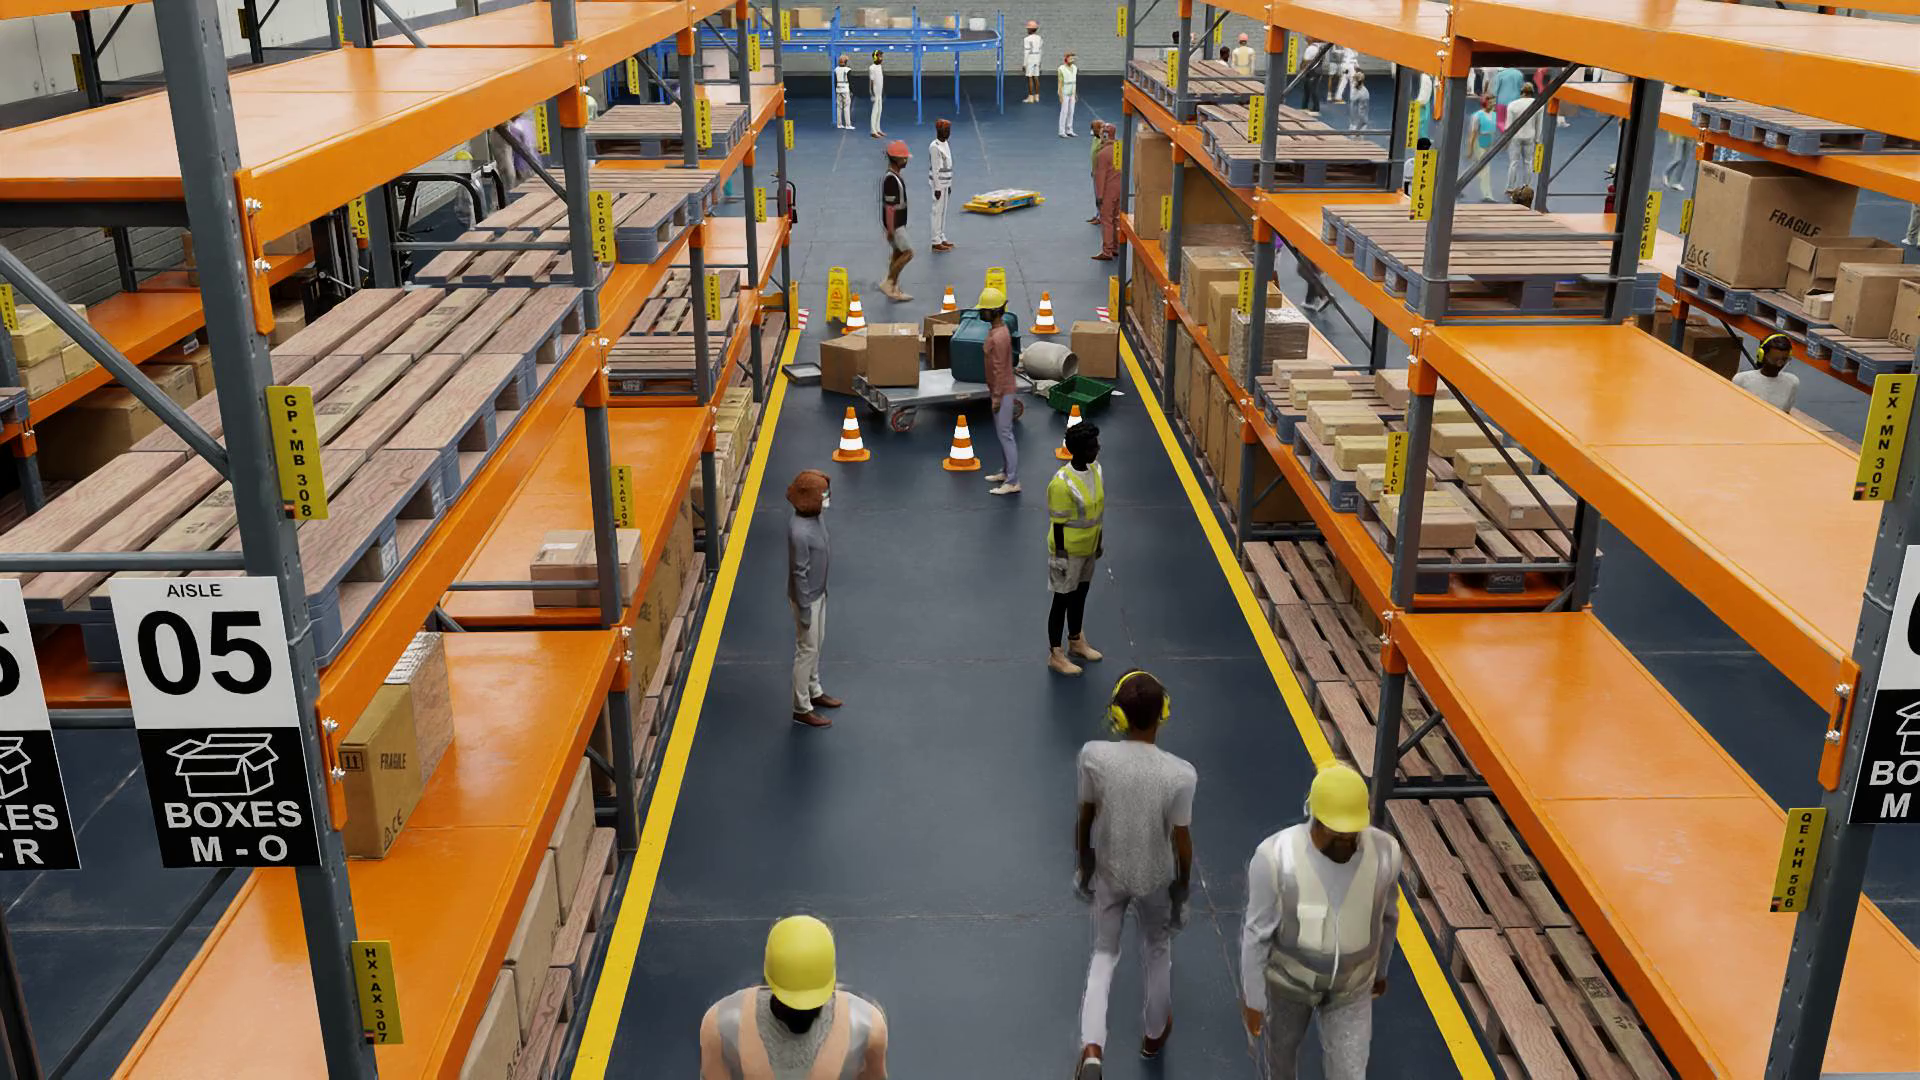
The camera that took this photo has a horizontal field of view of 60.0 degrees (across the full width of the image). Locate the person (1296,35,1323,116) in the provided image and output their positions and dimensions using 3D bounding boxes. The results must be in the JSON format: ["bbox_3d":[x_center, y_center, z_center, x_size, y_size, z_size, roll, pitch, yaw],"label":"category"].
[{"bbox_3d":[8.458,-11.363,40.389,0.867,2.000,0.690,11,23,26],"label":"person"}]

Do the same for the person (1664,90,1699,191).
[{"bbox_3d":[12.829,-7.082,29.452,0.535,1.753,0.373,-6,21,-15],"label":"person"}]

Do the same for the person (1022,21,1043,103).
[{"bbox_3d":[1.848,-12.345,43.015,0.660,2.027,0.409,-18,27,-39],"label":"person"}]

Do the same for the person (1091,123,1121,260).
[{"bbox_3d":[2.095,-4.949,23.644,0.395,1.899,0.642,12,24,29],"label":"person"}]

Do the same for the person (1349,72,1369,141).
[{"bbox_3d":[7.344,-7.662,30.767,0.384,1.931,0.629,0,21,1],"label":"person"}]

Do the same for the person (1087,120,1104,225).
[{"bbox_3d":[2.177,-5.808,26.286,0.288,1.629,0.501,-3,21,-8],"label":"person"}]

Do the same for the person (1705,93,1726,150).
[{"bbox_3d":[15.595,-8.918,34.402,0.532,1.698,0.319,-5,21,-13],"label":"person"}]

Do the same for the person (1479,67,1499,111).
[{"bbox_3d":[11.405,-9.597,35.957,0.332,1.872,0.514,19,28,41],"label":"person"}]

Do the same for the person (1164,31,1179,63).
[{"bbox_3d":[5.245,-11.443,40.706,0.374,1.963,0.607,-16,26,-36],"label":"person"}]

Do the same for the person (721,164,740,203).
[{"bbox_3d":[-4.020,-6.680,28.300,0.568,1.832,0.525,12,24,29],"label":"person"}]

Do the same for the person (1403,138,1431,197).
[{"bbox_3d":[6.521,-4.893,23.767,0.529,1.695,0.321,-12,24,-29],"label":"person"}]

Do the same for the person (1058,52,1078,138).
[{"bbox_3d":[2.336,-9.727,36.357,0.395,1.831,0.576,17,27,38],"label":"person"}]

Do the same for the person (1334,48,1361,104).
[{"bbox_3d":[10.128,-12.165,42.784,0.913,1.838,0.582,3,21,7],"label":"person"}]

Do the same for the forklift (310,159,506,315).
[{"bbox_3d":[-5.622,-2.910,17.832,2.313,2.155,1.214,-1,21,-1],"label":"forklift"}]

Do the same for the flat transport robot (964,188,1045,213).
[{"bbox_3d":[0.751,-5.712,27.913,0.652,0.197,1.431,15,26,35],"label":"flat transport robot"}]

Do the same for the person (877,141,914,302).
[{"bbox_3d":[-0.771,-3.994,20.934,0.415,2.031,0.611,-1,21,-2],"label":"person"}]

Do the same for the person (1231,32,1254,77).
[{"bbox_3d":[6.877,-11.381,40.593,0.561,1.927,0.522,2,21,4],"label":"person"}]

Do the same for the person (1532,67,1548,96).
[{"bbox_3d":[15.085,-12.274,43.190,0.357,1.754,0.539,4,21,11],"label":"person"}]

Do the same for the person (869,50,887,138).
[{"bbox_3d":[-1.802,-9.755,36.389,0.326,1.863,0.502,7,22,18],"label":"person"}]

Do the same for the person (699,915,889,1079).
[{"bbox_3d":[-0.522,1.964,5.361,0.603,1.897,0.731,0,21,0],"label":"person"}]

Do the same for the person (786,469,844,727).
[{"bbox_3d":[-0.891,0.343,10.030,0.293,1.623,0.507,2,21,7],"label":"person"}]

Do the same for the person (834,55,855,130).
[{"bbox_3d":[-2.641,-10.171,37.798,0.522,1.637,0.305,15,26,35],"label":"person"}]

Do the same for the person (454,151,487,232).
[{"bbox_3d":[-6.305,-4.100,21.485,0.403,1.827,0.599,-5,21,-13],"label":"person"}]

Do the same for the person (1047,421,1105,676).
[{"bbox_3d":[0.748,0.042,10.727,0.320,1.693,0.534,14,25,33],"label":"person"}]

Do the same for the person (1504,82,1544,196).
[{"bbox_3d":[9.750,-6.943,28.848,0.627,1.940,0.370,2,21,6],"label":"person"}]

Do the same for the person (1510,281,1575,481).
[{"bbox_3d":[5.057,-1.458,14.343,0.602,1.943,0.393,0,21,-1],"label":"person"}]

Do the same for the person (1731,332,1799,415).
[{"bbox_3d":[5.844,-0.614,12.224,0.517,1.865,0.328,-1,21,-1],"label":"person"}]

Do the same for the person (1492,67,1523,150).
[{"bbox_3d":[11.313,-9.043,34.342,0.622,1.978,0.672,-4,21,-10],"label":"person"}]

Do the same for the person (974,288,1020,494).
[{"bbox_3d":[0.310,-1.270,14.119,0.381,1.755,0.539,-1,21,-3],"label":"person"}]

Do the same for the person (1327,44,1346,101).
[{"bbox_3d":[9.854,-12.477,43.330,0.607,2.044,0.375,0,21,-1],"label":"person"}]

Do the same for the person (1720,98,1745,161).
[{"bbox_3d":[15.290,-8.373,32.678,0.391,1.910,0.584,-13,24,-31],"label":"person"}]

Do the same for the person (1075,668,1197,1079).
[{"bbox_3d":[0.700,1.424,6.872,0.525,1.846,0.734,7,22,18],"label":"person"}]

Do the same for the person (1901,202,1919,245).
[{"bbox_3d":[14.344,-5.248,24.656,0.486,1.738,0.321,3,21,7],"label":"person"}]

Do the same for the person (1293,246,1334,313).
[{"bbox_3d":[4.358,-3.701,20.327,0.623,1.899,0.661,-12,24,-30],"label":"person"}]

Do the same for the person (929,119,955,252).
[{"bbox_3d":[-0.267,-5.165,24.224,0.355,1.885,0.575,5,21,13],"label":"person"}]

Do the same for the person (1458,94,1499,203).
[{"bbox_3d":[8.893,-6.717,28.435,0.573,1.814,0.908,-18,27,-39],"label":"person"}]

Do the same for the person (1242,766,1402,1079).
[{"bbox_3d":[1.367,1.671,6.290,0.622,1.781,0.929,0,21,0],"label":"person"}]
